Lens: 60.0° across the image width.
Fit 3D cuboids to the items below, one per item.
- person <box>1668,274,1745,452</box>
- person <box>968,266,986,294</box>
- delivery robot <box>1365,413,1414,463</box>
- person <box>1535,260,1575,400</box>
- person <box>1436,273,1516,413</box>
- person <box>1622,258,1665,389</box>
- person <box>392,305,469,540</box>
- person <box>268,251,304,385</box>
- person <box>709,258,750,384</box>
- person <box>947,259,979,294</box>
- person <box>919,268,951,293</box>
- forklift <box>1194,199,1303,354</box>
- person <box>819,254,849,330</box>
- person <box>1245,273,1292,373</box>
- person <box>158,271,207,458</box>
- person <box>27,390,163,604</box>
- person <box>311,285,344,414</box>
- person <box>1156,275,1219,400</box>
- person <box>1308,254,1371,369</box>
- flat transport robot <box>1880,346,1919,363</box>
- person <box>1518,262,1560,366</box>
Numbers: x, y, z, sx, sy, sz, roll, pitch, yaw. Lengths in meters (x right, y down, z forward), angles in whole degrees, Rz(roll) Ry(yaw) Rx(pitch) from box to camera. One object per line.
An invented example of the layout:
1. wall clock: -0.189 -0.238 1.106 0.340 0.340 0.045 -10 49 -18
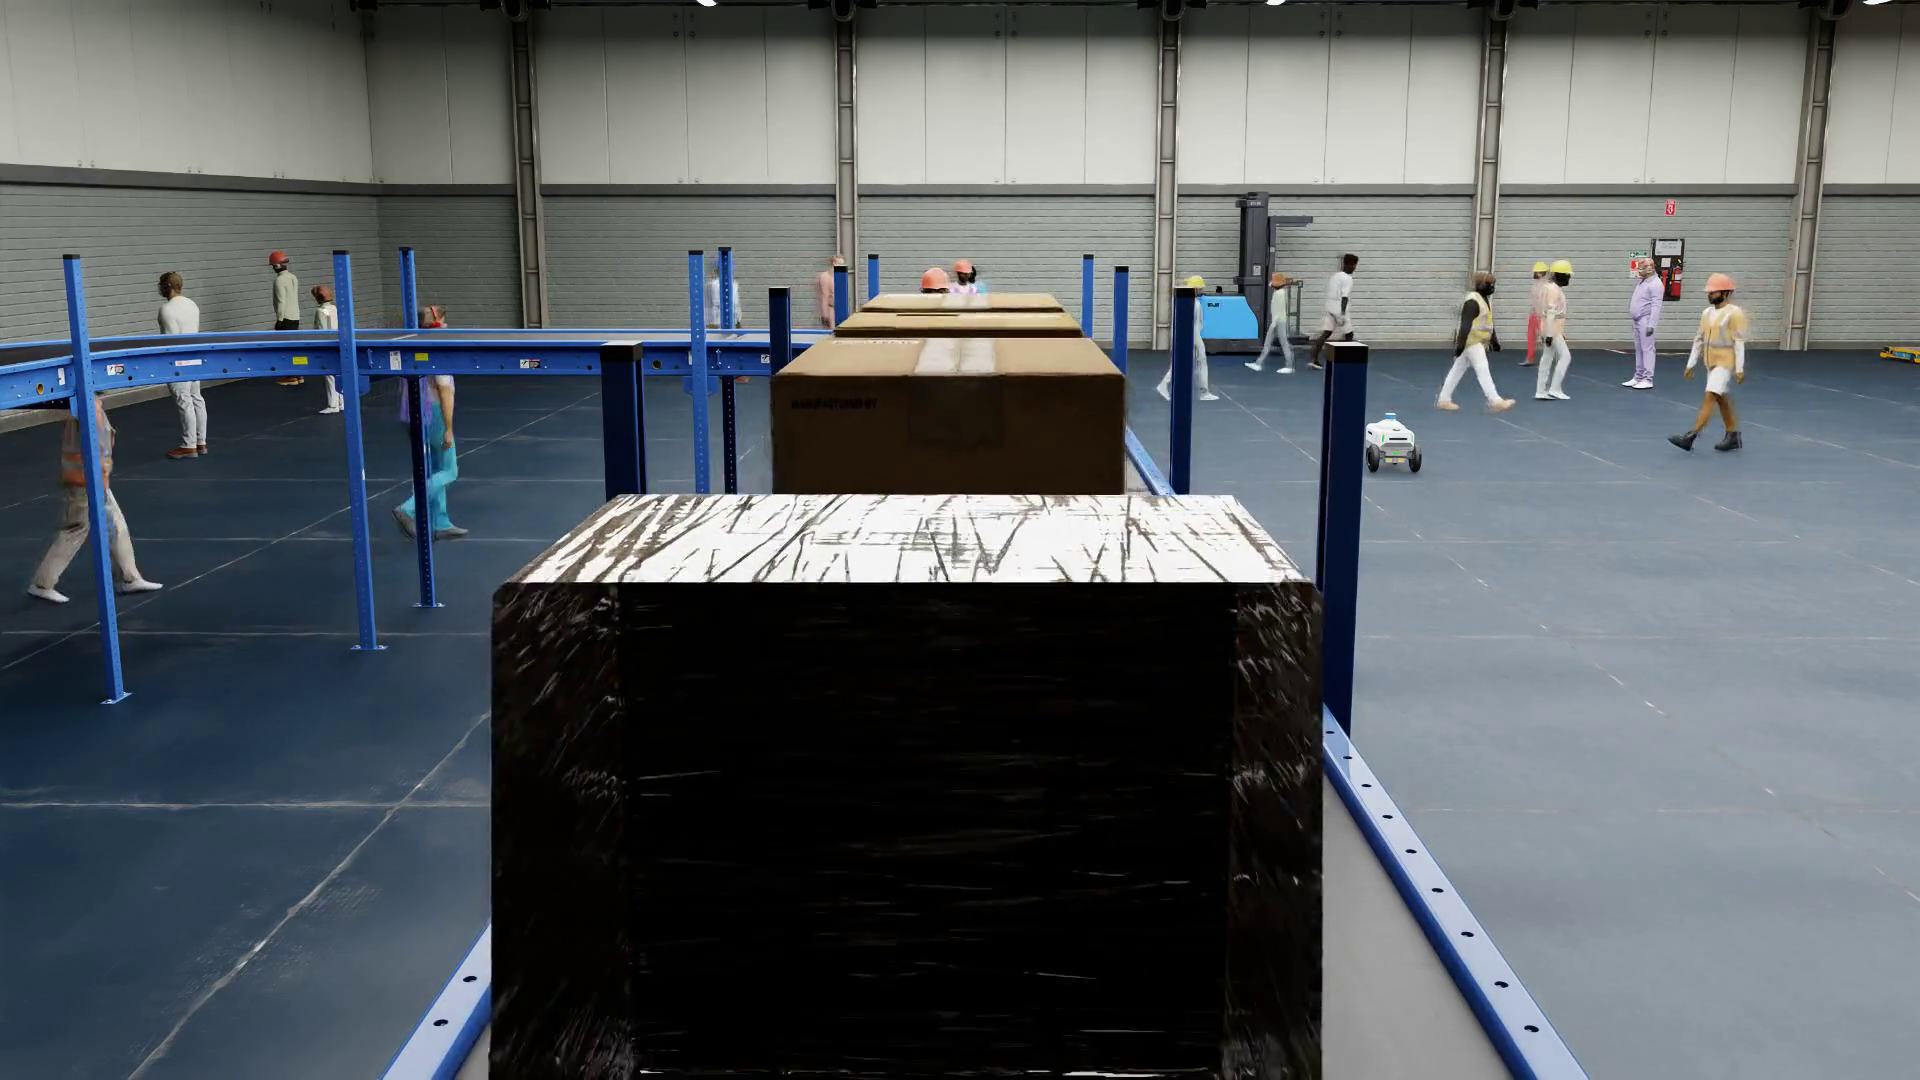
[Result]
1. person: 8.027 -1.883 17.786 0.974 1.886 0.568 -2 11 -13
2. person: 0.287 -4.021 29.372 0.528 1.657 0.839 6 12 26
3. delivery robot: 4.319 -1.031 16.724 0.477 0.478 0.707 0 11 1
4. person: 8.204 -2.853 22.715 0.610 1.905 0.620 4 12 19
5. person: 6.670 -2.541 21.465 1.042 1.776 0.615 6 12 27
6. person: 10.032 -3.177 24.420 0.405 1.902 0.636 0 11 1
7. person: -4.119 -0.882 12.801 0.569 1.832 0.607 10 15 41
8. person: -10.138 -3.334 25.003 0.395 1.985 0.608 0 11 1
9. person: -3.621 -3.358 25.341 0.913 1.915 0.606 6 12 27
10. person: -0.006 -3.066 23.836 0.542 1.916 0.746 -5 12 -26
11. person: -0.232 -1.442 15.129 0.605 2.045 0.383 -8 14 -36
12. forklift: 5.313 -4.851 30.603 1.873 2.768 1.129 0 11 1
13. person: -1.992 -3.681 27.014 0.424 1.890 0.663 7 13 32
14. person: 4.998 -3.485 26.750 0.801 1.592 0.523 1 11 3
15. person: -8.170 -1.838 17.436 0.371 1.940 0.627 0 11 1
16. person: -5.746 -0.385 10.862 0.793 1.594 0.533 -7 13 -31
17. person: -8.077 -2.434 21.271 0.312 1.639 0.512 0 11 1
18. person: 3.127 -2.765 22.764 0.831 1.713 0.485 -4 12 -19
19. person: 6.253 -3.762 27.429 1.046 1.903 0.665 -3 11 -14
20. flat transport robot: 16.776 -3.238 29.036 0.652 0.197 1.431 0 11 1
21. person: 9.848 -3.810 28.052 0.692 1.748 0.523 -3 12 -17
